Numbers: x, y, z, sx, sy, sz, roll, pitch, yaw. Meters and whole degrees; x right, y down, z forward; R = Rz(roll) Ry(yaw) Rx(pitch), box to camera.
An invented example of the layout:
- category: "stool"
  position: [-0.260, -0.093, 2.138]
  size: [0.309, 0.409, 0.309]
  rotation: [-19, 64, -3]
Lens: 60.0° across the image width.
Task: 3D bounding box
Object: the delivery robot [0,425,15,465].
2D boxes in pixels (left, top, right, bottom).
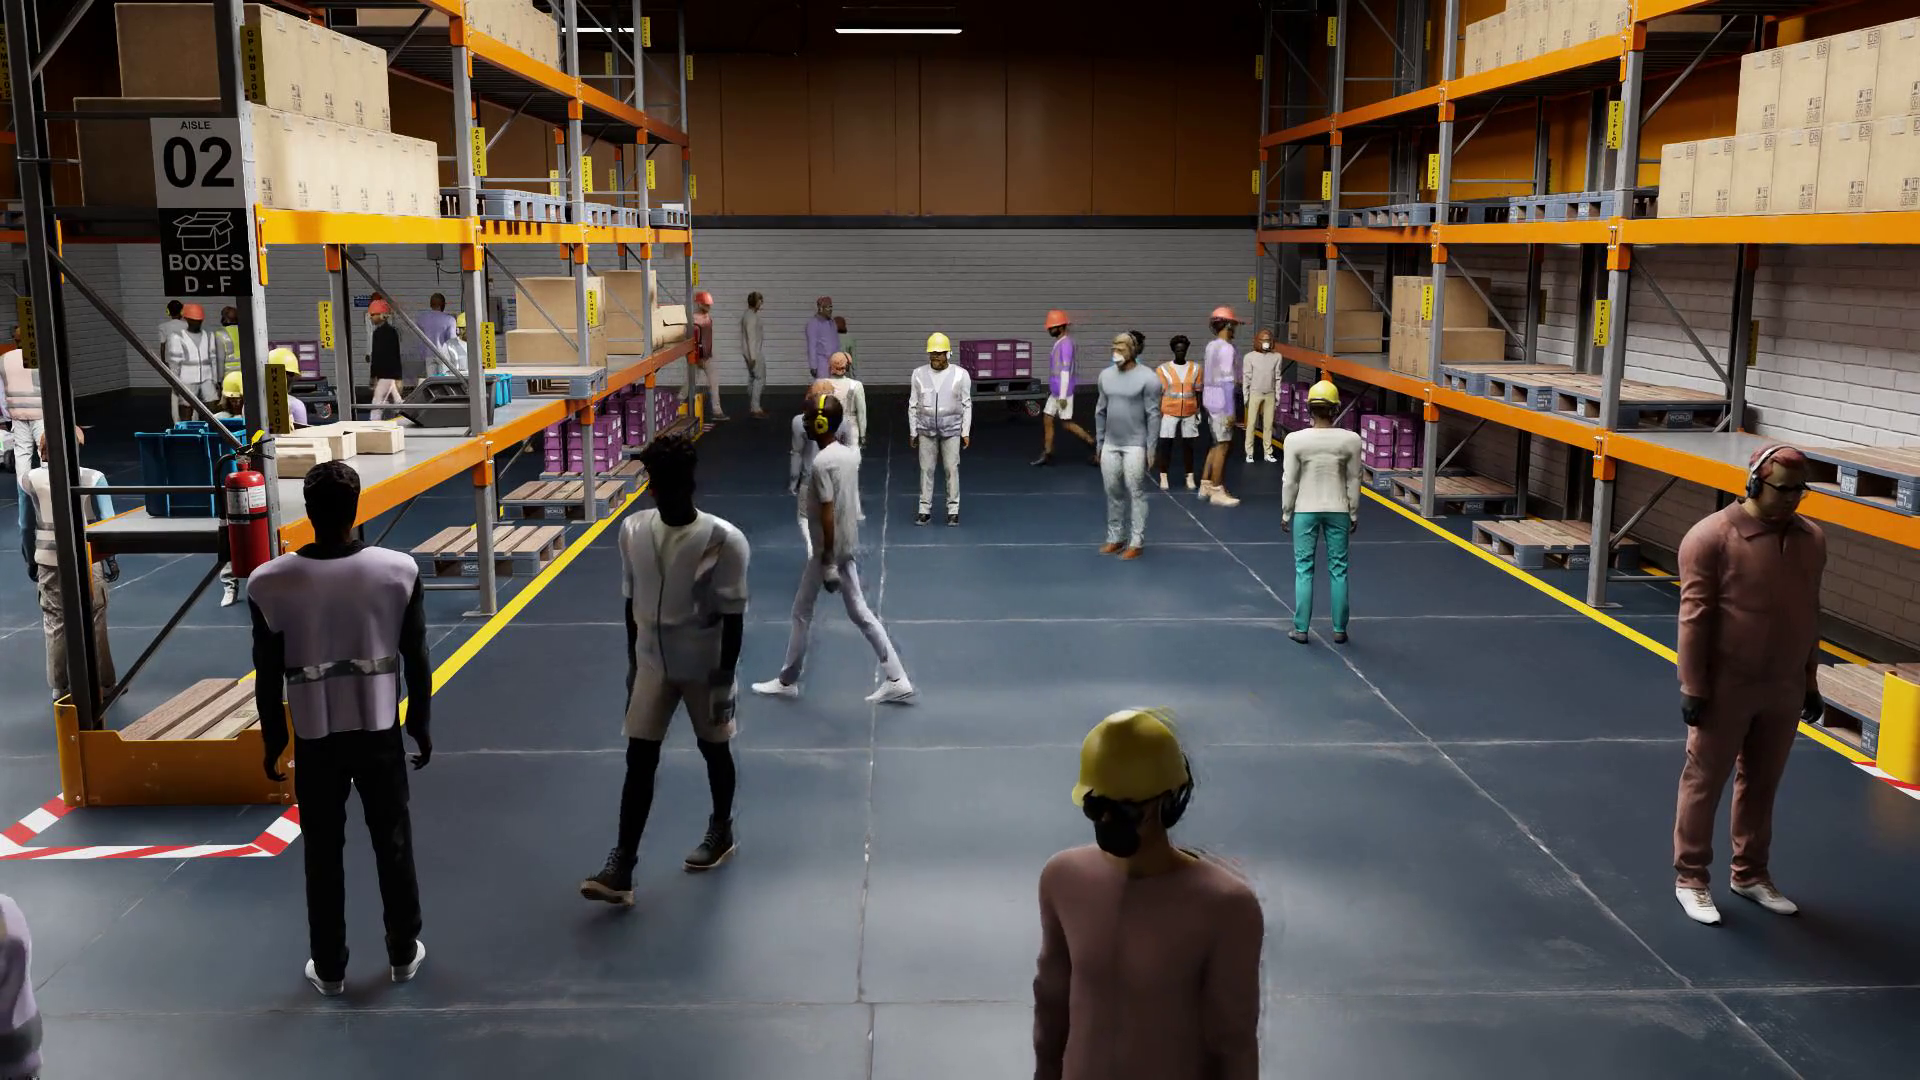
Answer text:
- category: "delivery robot"
  position: [-11.253, -1.117, 19.446]
  size: [0.477, 0.478, 0.707]
  rotation: [-2, 10, -10]

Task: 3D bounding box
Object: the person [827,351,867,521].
- category: "person"
  position: [-1.140, -0.985, 15.953]
  size: [0.514, 1.641, 0.308]
  rotation: [3, 11, 15]

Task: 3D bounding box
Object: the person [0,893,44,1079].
- category: "person"
  position: [-1.898, 1.234, 2.911]
  size: [0.589, 1.883, 0.579]
  rotation: [-10, 14, -43]

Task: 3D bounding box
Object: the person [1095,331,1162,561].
- category: "person"
  position: [1.407, -0.797, 14.073]
  size: [0.636, 1.937, 0.352]
  rotation: [9, 13, 40]

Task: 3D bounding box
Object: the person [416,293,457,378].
- category: "person"
  position: [-7.683, -2.668, 24.522]
  size: [0.628, 1.933, 0.356]
  rotation: [2, 10, 11]

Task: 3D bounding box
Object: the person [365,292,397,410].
- category: "person"
  position: [-9.249, -3.018, 26.596]
  size: [0.338, 1.882, 0.583]
  rotation: [7, 12, 32]

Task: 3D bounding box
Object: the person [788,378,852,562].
- category: "person"
  position: [-1.099, -0.458, 13.056]
  size: [0.534, 1.616, 0.341]
  rotation: [-4, 11, -21]

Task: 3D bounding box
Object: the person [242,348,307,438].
- category: "person"
  position: [-4.878, -0.422, 12.032]
  size: [0.597, 1.922, 0.384]
  rotation: [5, 11, 24]

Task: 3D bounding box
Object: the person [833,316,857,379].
- category: "person"
  position: [-1.766, -2.483, 24.412]
  size: [0.516, 1.607, 0.706]
  rotation: [-1, 10, -6]

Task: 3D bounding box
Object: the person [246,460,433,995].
- category: "person"
  position: [-2.184, 0.674, 5.936]
  size: [0.594, 1.919, 0.387]
  rotation: [-5, 11, -24]

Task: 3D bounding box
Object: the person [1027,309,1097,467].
- category: "person"
  position: [1.281, -1.789, 19.727]
  size: [0.857, 1.899, 0.547]
  rotation: [-1, 10, -8]

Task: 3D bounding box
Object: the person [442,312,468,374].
- category: "person"
  position: [-5.949, -1.831, 20.125]
  size: [0.586, 1.833, 0.403]
  rotation: [-6, 12, -29]

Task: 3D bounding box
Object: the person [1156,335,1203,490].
- category: "person"
  position: [2.359, -1.370, 17.972]
  size: [0.534, 1.688, 0.321]
  rotation: [-1, 10, -6]

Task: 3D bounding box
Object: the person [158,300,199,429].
- category: "person"
  position: [-11.041, -2.465, 23.576]
  size: [0.507, 1.865, 0.329]
  rotation: [-2, 10, -13]

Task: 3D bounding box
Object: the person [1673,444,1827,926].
- category: "person"
  position: [3.141, 0.567, 6.578]
  size: [0.638, 1.903, 0.406]
  rotation: [-3, 10, -14]

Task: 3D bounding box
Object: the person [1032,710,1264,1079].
- category: "person"
  position: [0.402, 1.192, 3.523]
  size: [0.540, 1.749, 0.598]
  rotation: [6, 12, 30]

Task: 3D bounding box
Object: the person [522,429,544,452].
- category: "person"
  position: [-5.420, -2.038, 21.287]
  size: [0.619, 1.835, 0.430]
  rotation: [-7, 12, -34]

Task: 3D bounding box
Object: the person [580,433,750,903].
- category: "person"
  position: [-1.177, 0.528, 6.762]
  size: [0.630, 1.906, 1.009]
  rotation: [4, 11, 19]

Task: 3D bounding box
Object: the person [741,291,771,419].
- category: "person"
  position: [-3.100, -2.801, 25.266]
  size: [0.434, 1.936, 0.643]
  rotation: [-2, 10, -13]

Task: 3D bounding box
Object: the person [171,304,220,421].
- category: "person"
  position: [-9.634, -2.021, 21.036]
  size: [0.658, 1.906, 0.575]
  rotation: [9, 14, 42]

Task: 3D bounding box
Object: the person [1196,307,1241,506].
- category: "person"
  position: [2.646, -1.347, 16.953]
  size: [0.424, 2.013, 0.659]
  rotation: [-1, 10, -4]

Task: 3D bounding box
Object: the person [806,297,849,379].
- category: "person"
  position: [-1.892, -2.516, 23.763]
  size: [0.462, 1.902, 0.667]
  rotation: [5, 11, 26]

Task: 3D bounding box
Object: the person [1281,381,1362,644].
- category: "person"
  position: [2.404, -0.179, 11.119]
  size: [0.526, 1.765, 0.329]
  rotation: [1, 10, 3]

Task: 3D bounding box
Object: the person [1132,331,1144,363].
- category: "person"
  position: [1.947, -1.586, 19.269]
  size: [0.333, 1.665, 0.654]
  rotation: [-1, 10, -8]

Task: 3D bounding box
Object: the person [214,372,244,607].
- category: "person"
  position: [-5.293, -0.377, 12.298]
  size: [0.484, 1.735, 0.309]
  rotation: [-4, 11, -23]

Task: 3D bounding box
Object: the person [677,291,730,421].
- category: "person"
  position: [-3.944, -2.773, 25.027]
  size: [0.934, 1.959, 0.596]
  rotation: [6, 12, 30]

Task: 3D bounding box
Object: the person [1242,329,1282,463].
- category: "person"
  position: [3.670, -1.746, 20.237]
  size: [0.492, 1.626, 0.284]
  rotation: [-2, 10, -11]

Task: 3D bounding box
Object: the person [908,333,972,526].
- category: "person"
  position: [-0.195, -1.037, 15.706]
  size: [0.599, 1.830, 0.404]
  rotation: [2, 10, 9]

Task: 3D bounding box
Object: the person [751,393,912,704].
- category: "person"
  position: [-0.726, 0.060, 9.651]
  size: [0.986, 1.829, 0.531]
  rotation: [3, 11, 19]

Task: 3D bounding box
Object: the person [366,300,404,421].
- category: "person"
  position: [-7.416, -2.133, 21.510]
  size: [1.012, 1.949, 0.646]
  rotation: [-7, 13, -35]

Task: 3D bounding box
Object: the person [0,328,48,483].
- category: "person"
  position: [-9.389, -1.251, 16.873]
  size: [0.633, 1.841, 0.428]
  rotation: [0, 10, 2]

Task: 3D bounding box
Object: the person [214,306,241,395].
- category: "person"
  position: [-9.468, -2.123, 21.726]
  size: [0.429, 1.845, 0.633]
  rotation: [6, 12, 28]

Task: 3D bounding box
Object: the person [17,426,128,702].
- category: "person"
  position: [-5.188, 0.135, 9.712]
  size: [0.522, 1.638, 0.311]
  rotation: [-1, 10, -7]
